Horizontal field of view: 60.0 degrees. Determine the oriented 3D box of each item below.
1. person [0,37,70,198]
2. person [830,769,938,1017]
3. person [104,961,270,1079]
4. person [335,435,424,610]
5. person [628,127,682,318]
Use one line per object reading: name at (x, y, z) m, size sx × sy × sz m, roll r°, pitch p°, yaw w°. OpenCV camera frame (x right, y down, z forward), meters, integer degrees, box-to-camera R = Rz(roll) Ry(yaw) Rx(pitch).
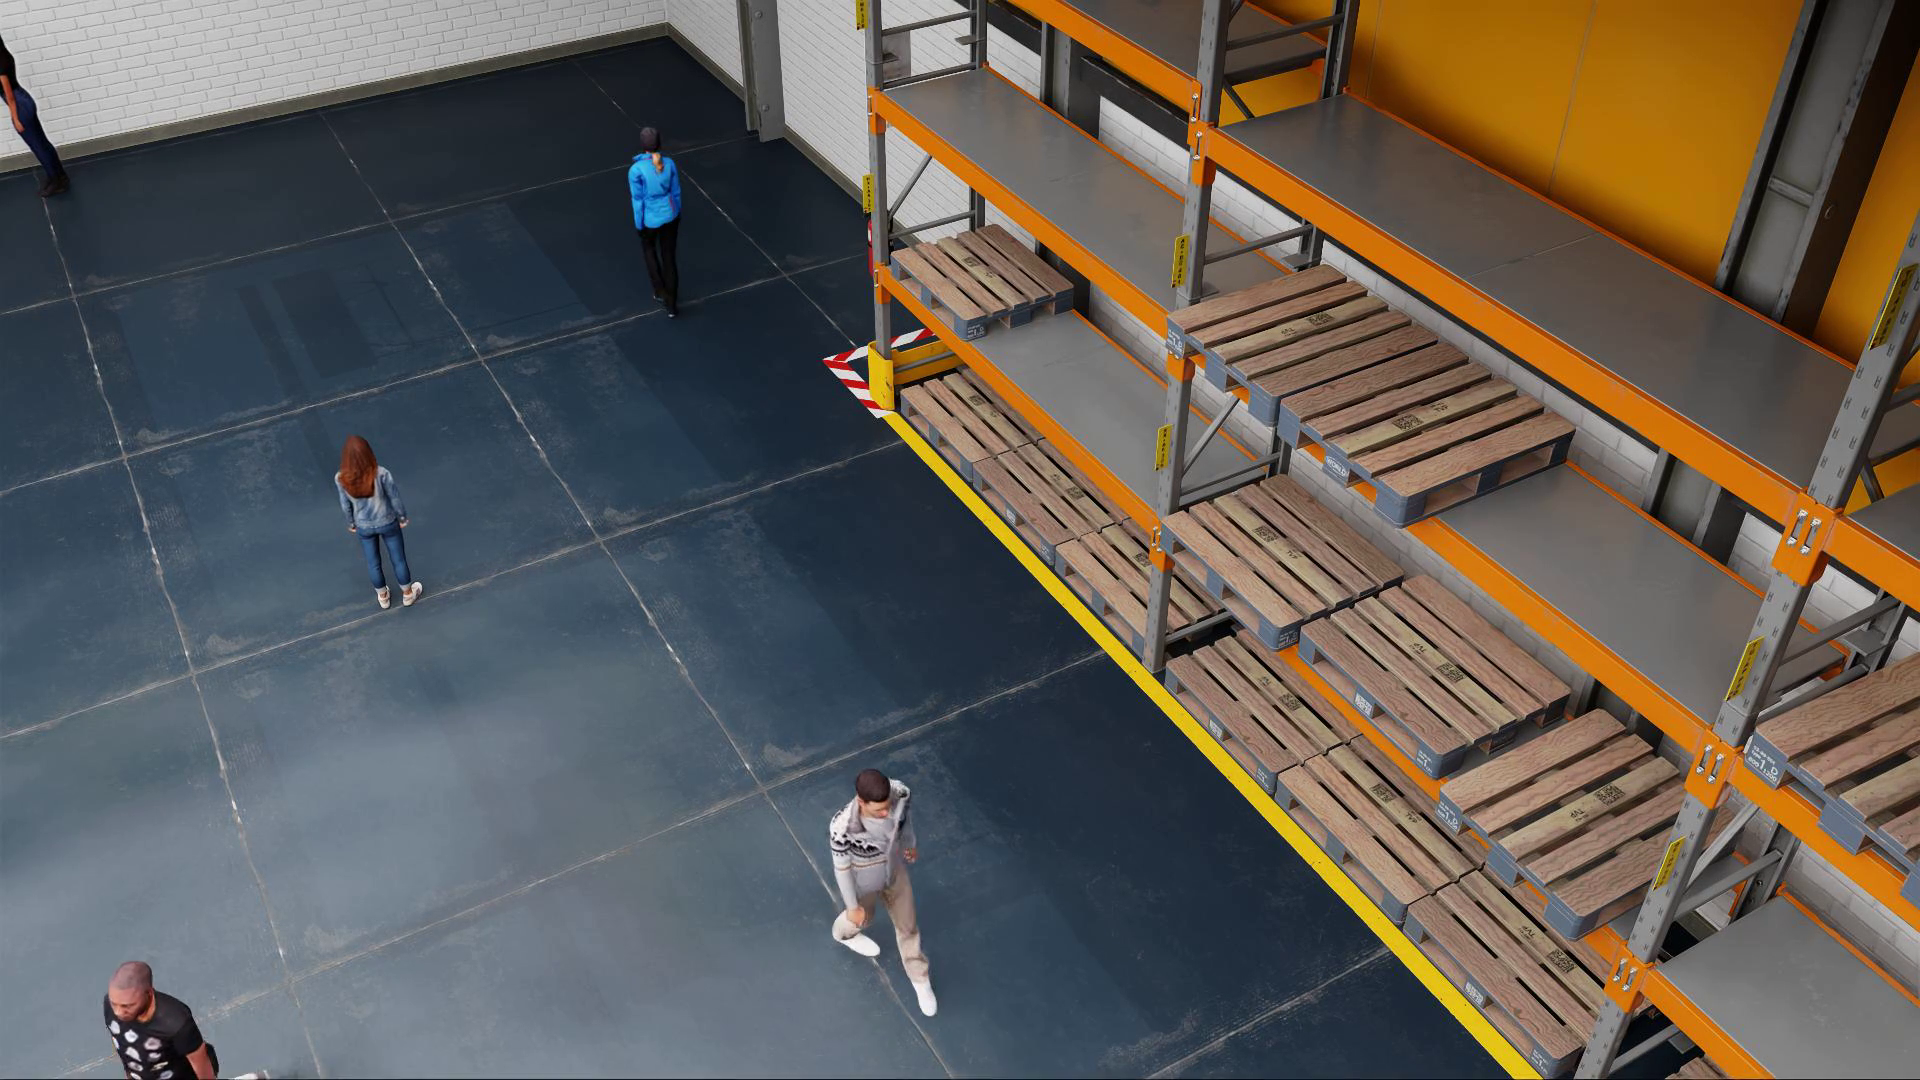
person at (-9.513, -4.354, 16.895) m, size 0.693 × 1.730 × 0.579 m, roll -10°, pitch 40°, yaw -12°
person at (-0.533, 1.792, 9.139) m, size 1.126 × 1.806 × 0.886 m, roll 31°, pitch 48°, yaw 33°
person at (-3.785, 2.588, 8.162) m, size 1.095 × 1.781 × 1.097 m, roll 14°, pitch 41°, yaw 17°
person at (-4.148, -0.131, 11.809) m, size 0.628 × 1.478 × 0.620 m, roll -5°, pitch 39°, yaw -6°
person at (-2.674, -2.810, 14.925) m, size 0.660 × 1.776 × 0.718 m, roll -15°, pitch 41°, yaw -18°
